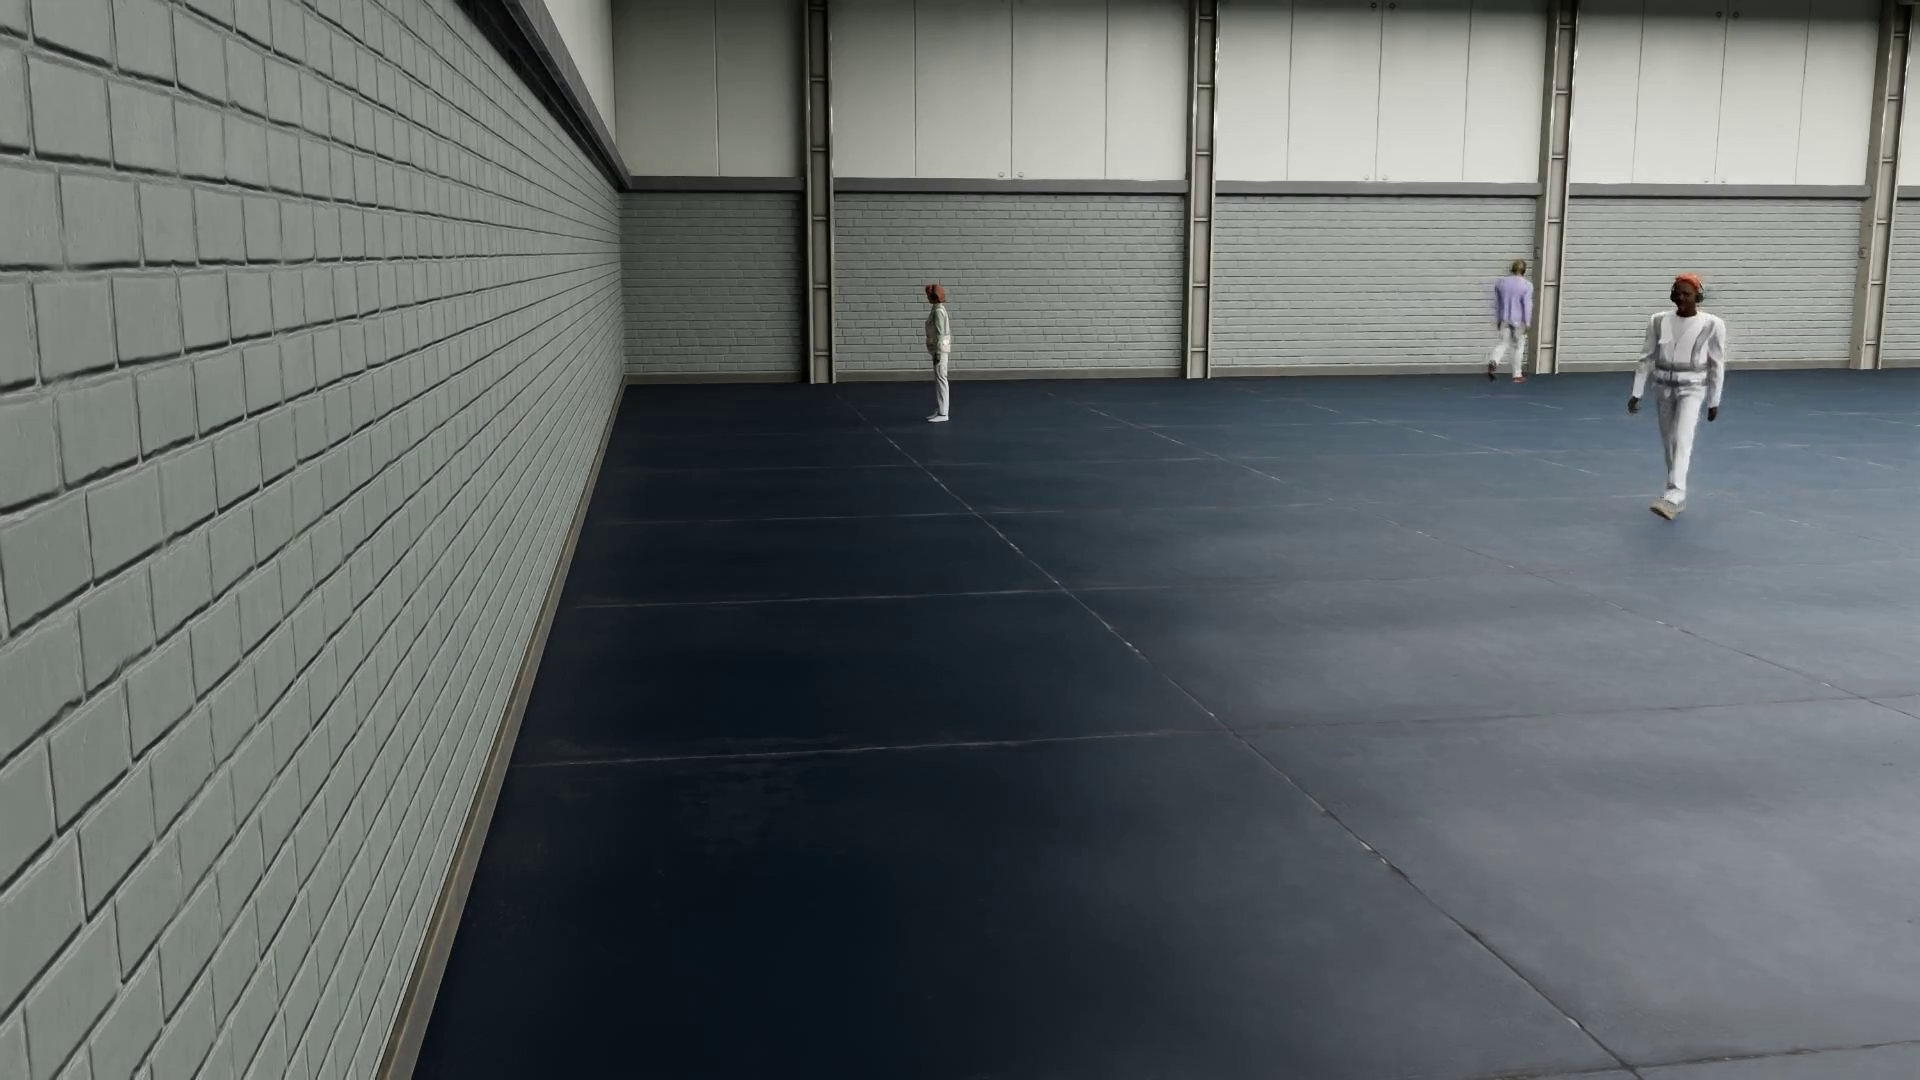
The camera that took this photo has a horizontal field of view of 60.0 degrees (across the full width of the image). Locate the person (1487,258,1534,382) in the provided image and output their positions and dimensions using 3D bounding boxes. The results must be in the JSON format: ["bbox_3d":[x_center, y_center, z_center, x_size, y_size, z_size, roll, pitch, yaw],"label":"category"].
[{"bbox_3d":[8.473,-3.363,25.566,0.677,1.918,0.638,-8,13,-40],"label":"person"}]

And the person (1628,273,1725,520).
[{"bbox_3d":[5.389,-1.078,12.601,0.900,1.848,0.591,-9,13,-41],"label":"person"}]

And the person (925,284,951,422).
[{"bbox_3d":[-0.262,-2.212,19.744,0.314,1.636,0.514,0,10,-2],"label":"person"}]
